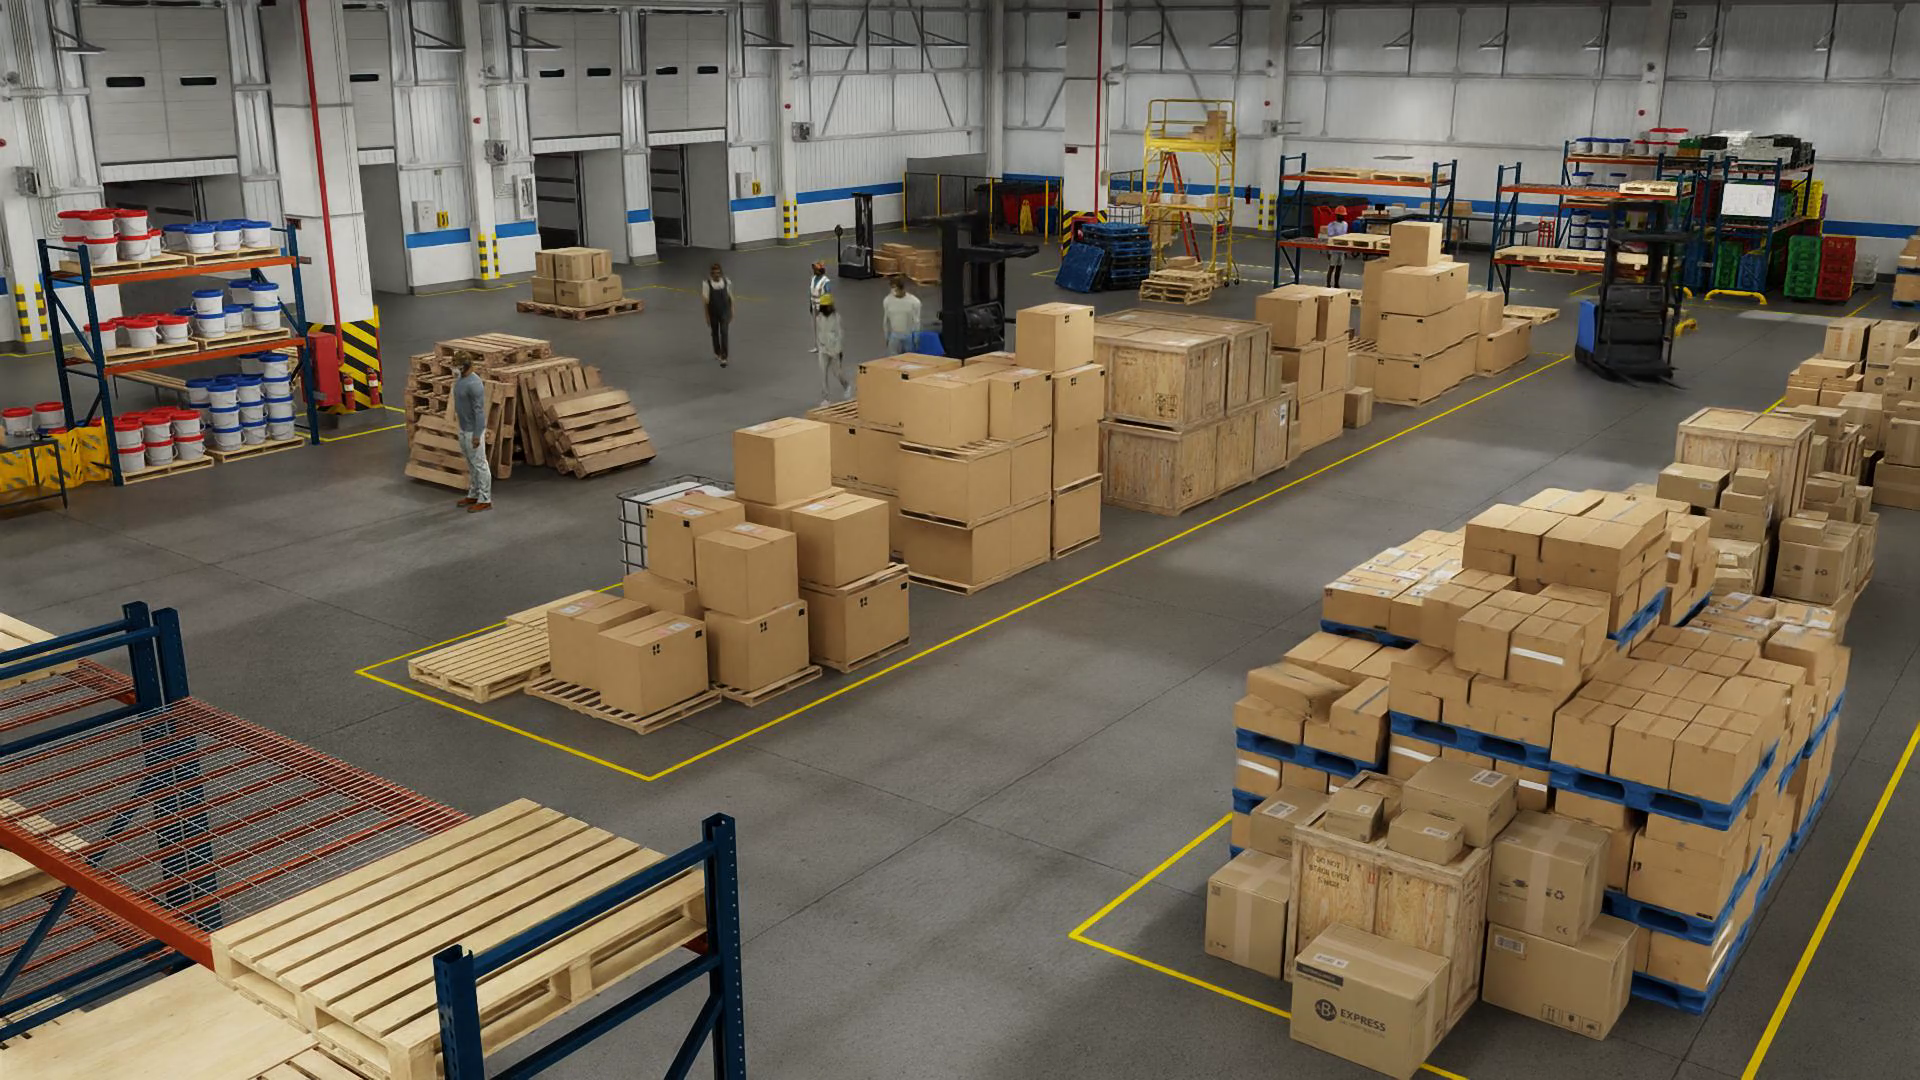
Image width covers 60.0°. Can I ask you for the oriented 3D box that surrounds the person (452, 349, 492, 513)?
[{"bbox_3d":[-5.789,-1.296,19.668,0.372,1.940,0.632,-12,20,-34],"label":"person"}]

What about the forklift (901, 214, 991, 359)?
[{"bbox_3d":[0.070,-3.574,25.607,1.873,2.768,1.129,12,21,35],"label":"forklift"}]

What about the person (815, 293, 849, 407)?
[{"bbox_3d":[-1.966,-2.924,25.415,0.502,1.724,0.606,7,18,22],"label":"person"}]

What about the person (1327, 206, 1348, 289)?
[{"bbox_3d":[8.254,-6.320,36.309,0.568,1.935,0.373,-11,20,-33],"label":"person"}]

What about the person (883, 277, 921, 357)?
[{"bbox_3d":[-0.890,-3.107,25.706,0.659,1.910,0.542,4,17,14],"label":"person"}]

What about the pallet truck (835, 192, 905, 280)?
[{"bbox_3d":[-1.936,-7.159,38.982,1.885,1.965,0.823,-12,21,-34],"label":"pallet truck"}]

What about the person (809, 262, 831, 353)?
[{"bbox_3d":[-2.480,-4.112,29.506,0.310,1.638,0.523,-16,23,-43],"label":"person"}]

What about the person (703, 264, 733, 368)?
[{"bbox_3d":[-4.128,-3.867,28.500,0.505,1.776,1.006,-4,17,-14],"label":"person"}]

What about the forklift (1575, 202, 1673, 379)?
[{"bbox_3d":[11.181,-4.227,27.771,1.129,2.768,1.873,1,17,4],"label":"forklift"}]
